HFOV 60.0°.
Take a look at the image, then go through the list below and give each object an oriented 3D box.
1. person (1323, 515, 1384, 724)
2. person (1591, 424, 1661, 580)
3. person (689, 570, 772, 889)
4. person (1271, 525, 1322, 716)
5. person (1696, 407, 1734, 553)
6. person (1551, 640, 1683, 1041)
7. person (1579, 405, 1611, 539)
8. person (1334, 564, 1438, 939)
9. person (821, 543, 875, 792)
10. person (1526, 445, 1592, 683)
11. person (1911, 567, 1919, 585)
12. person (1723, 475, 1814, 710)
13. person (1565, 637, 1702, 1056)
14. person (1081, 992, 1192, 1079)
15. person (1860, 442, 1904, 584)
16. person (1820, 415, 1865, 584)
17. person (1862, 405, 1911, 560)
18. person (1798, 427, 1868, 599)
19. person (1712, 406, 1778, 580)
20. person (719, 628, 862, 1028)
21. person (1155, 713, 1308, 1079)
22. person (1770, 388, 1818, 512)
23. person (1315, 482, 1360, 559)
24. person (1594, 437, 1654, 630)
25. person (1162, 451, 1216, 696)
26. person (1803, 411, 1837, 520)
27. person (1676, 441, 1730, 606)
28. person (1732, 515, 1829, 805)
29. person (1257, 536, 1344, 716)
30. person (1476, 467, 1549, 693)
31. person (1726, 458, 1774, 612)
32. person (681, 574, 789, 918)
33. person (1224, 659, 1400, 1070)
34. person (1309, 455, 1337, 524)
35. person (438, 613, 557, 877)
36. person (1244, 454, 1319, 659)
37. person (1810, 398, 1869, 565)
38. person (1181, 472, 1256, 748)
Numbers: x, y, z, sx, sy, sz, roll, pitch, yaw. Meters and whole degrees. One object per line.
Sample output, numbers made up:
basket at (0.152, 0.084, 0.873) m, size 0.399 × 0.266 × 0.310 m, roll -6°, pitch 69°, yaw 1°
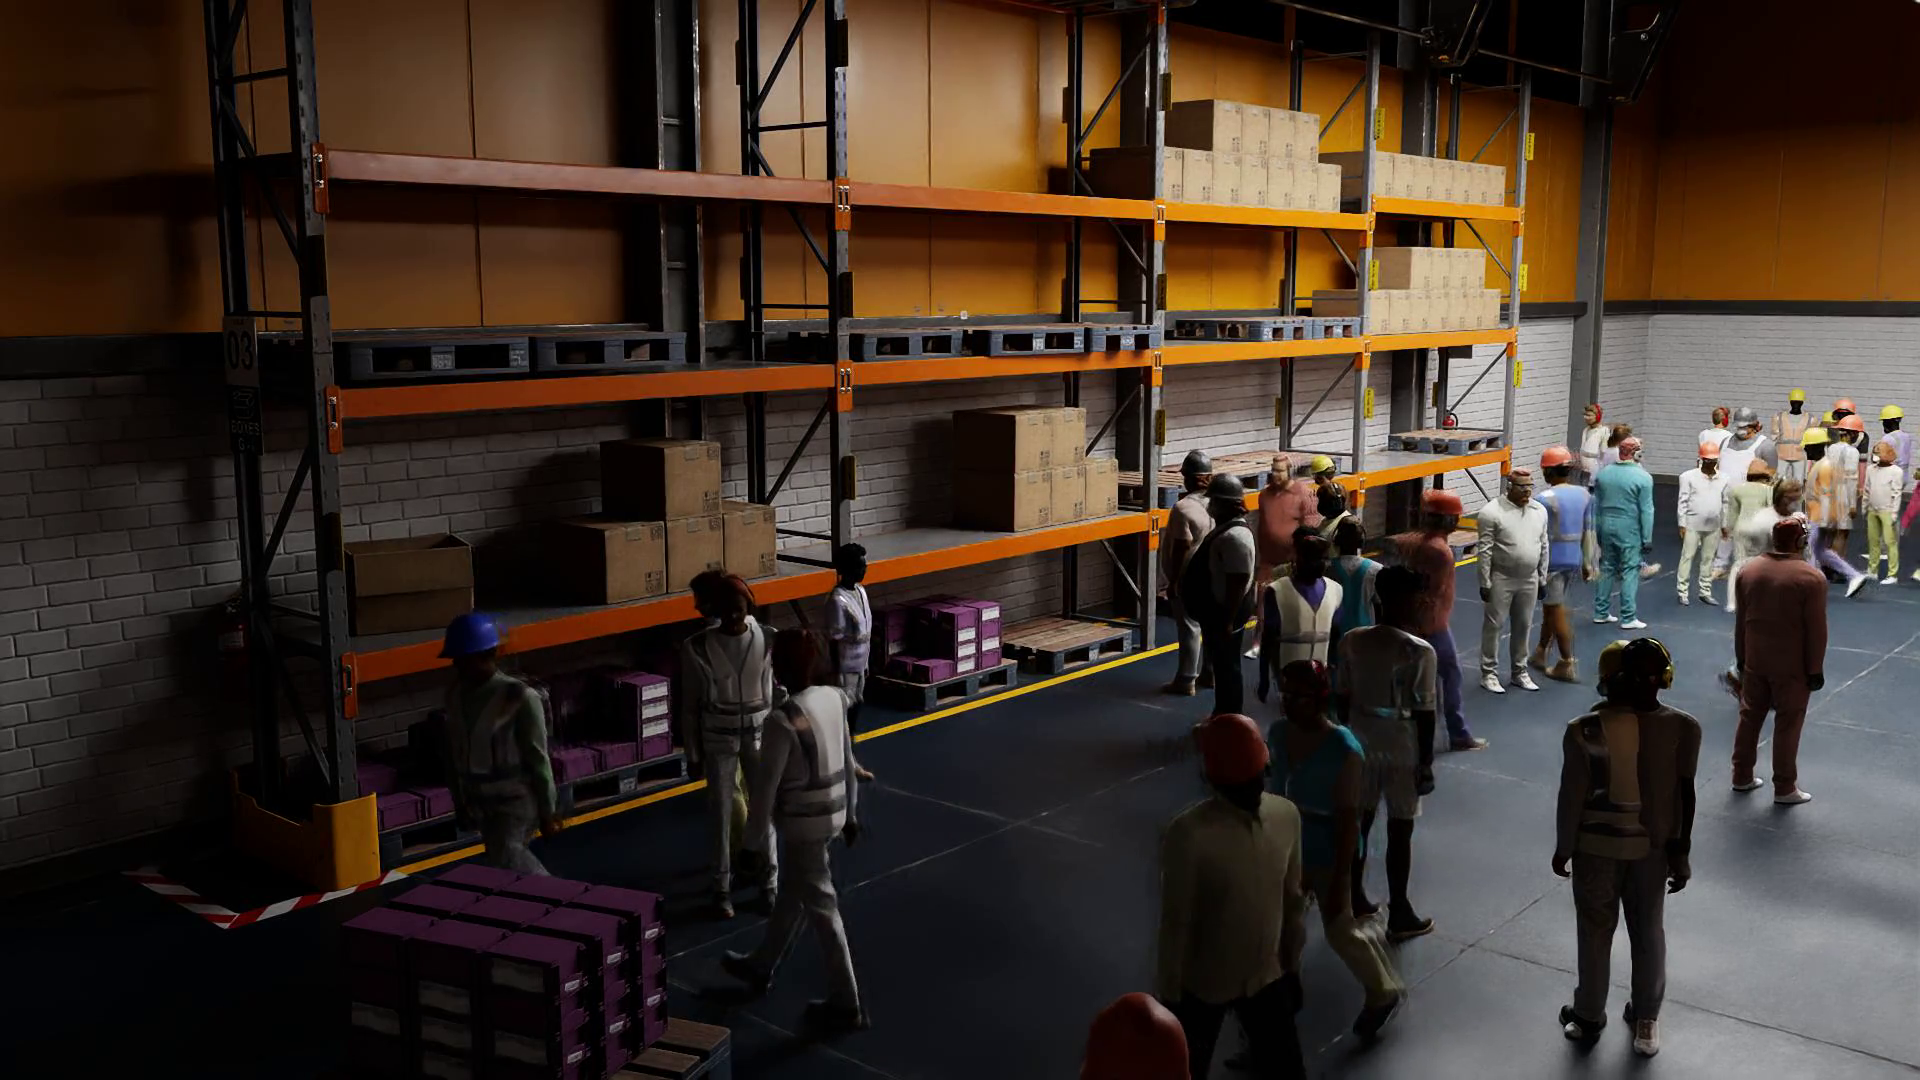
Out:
person at (2.648, 0.746, 11.395) m, size 0.513 × 1.844 × 0.328 m, roll 1°, pitch 9°, yaw 5°
person at (7.623, -0.429, 19.107) m, size 0.862 × 1.800 × 0.523 m, roll -2°, pitch 9°, yaw -13°
person at (-1.268, 1.054, 9.565) m, size 0.417 × 1.810 × 0.667 m, roll 3°, pitch 9°, yaw 21°
person at (2.509, 0.714, 12.102) m, size 0.543 × 1.682 × 0.430 m, roll 4°, pitch 10°, yaw 22°
person at (9.586, -0.760, 21.104) m, size 0.389 × 1.846 × 0.564 m, roll -4°, pitch 10°, yaw -22°
person at (2.971, 1.358, 7.527) m, size 0.599 × 1.818 × 0.403 m, roll 0°, pitch 9°, yaw -3°
person at (8.304, -0.855, 21.751) m, size 0.387 × 1.837 × 0.562 m, roll -1°, pitch 9°, yaw -7°
person at (2.243, 1.097, 8.748) m, size 0.369 × 1.963 × 0.609 m, roll -7°, pitch 11°, yaw -38°
person at (-0.760, 0.852, 11.220) m, size 0.319 × 1.691 × 0.536 m, roll 3°, pitch 9°, yaw 18°
person at (5.077, 0.186, 14.426) m, size 0.620 × 2.015 × 0.888 m, roll -4°, pitch 10°, yaw -26°
person at (10.988, -0.317, 18.240) m, size 0.876 × 1.851 × 0.601 m, roll 5°, pitch 10°, yaw 31°
person at (6.481, 0.427, 13.237) m, size 0.644 × 1.922 × 0.479 m, roll -6°, pitch 10°, yaw -32°
person at (3.003, 1.349, 7.429) m, size 0.513 × 1.872 × 0.328 m, roll 6°, pitch 11°, yaw 35°
person at (0.364, 1.914, 3.583) m, size 0.550 × 1.935 × 0.362 m, roll -1°, pitch 9°, yaw -5°
person at (10.490, -0.311, 18.943) m, size 0.314 × 1.621 × 0.513 m, roll -3°, pitch 9°, yaw -19°
person at (10.060, -0.463, 18.946) m, size 0.388 × 1.926 × 0.549 m, roll 0°, pitch 9°, yaw -2°
person at (11.487, -0.707, 20.566) m, size 0.591 × 1.913 × 0.399 m, roll -7°, pitch 11°, yaw -38°
person at (9.297, -0.261, 17.786) m, size 0.737 × 1.893 × 0.603 m, roll 4°, pitch 10°, yaw 27°
person at (8.860, -0.518, 18.921) m, size 0.538 × 2.000 × 0.682 m, roll -6°, pitch 11°, yaw -36°
person at (-0.827, 1.313, 7.725) m, size 0.923 × 1.843 × 0.611 m, roll 4°, pitch 10°, yaw 26°
person at (0.944, 1.541, 5.993) m, size 0.648 × 1.944 × 0.938 m, roll -6°, pitch 10°, yaw -32°
person at (11.769, -1.178, 23.529) m, size 0.587 × 1.930 × 0.355 m, roll 4°, pitch 10°, yaw 25°
person at (2.999, 0.439, 13.436) m, size 0.429 × 1.836 × 0.630 m, roll -1°, pitch 9°, yaw -5°
person at (6.599, -0.071, 16.504) m, size 0.399 × 1.899 × 0.650 m, roll -5°, pitch 10°, yaw -28°
person at (1.929, 0.266, 13.863) m, size 0.681 × 2.000 × 0.538 m, roll -8°, pitch 12°, yaw -42°
person at (11.414, -0.834, 21.964) m, size 0.492 × 1.729 × 0.324 m, roll 3°, pitch 9°, yaw 21°
person at (7.876, -0.174, 17.615) m, size 0.560 × 1.753 × 0.329 m, roll 0°, pitch 9°, yaw -3°
person at (5.443, 0.781, 11.023) m, size 0.395 × 1.901 × 0.643 m, roll -4°, pitch 10°, yaw -27°
person at (2.222, 0.877, 10.626) m, size 0.592 × 1.818 × 0.652 m, roll -4°, pitch 10°, yaw -26°
person at (4.625, 0.333, 13.894) m, size 0.643 × 1.901 × 0.399 m, roll -2°, pitch 9°, yaw -13°
person at (8.277, -0.048, 17.280) m, size 0.755 × 1.591 × 0.569 m, roll -5°, pitch 10°, yaw -31°
person at (-1.206, 1.105, 8.982) m, size 0.585 × 1.877 × 0.361 m, roll -3°, pitch 9°, yaw -17°
person at (1.603, 1.391, 7.359) m, size 0.939 × 1.806 × 0.579 m, roll -6°, pitch 11°, yaw -33°
person at (3.512, 0.061, 16.097) m, size 0.327 × 1.760 × 0.523 m, roll 7°, pitch 11°, yaw 38°
person at (-2.187, 1.241, 8.086) m, size 0.620 × 1.896 × 1.025 m, roll 5°, pitch 10°, yaw 30°
person at (3.015, 0.131, 15.312) m, size 0.657 × 1.868 × 0.959 m, roll 7°, pitch 12°, yaw 40°
person at (10.599, -0.690, 20.087) m, size 0.612 × 2.030 × 0.410 m, roll 5°, pitch 10°, yaw 29°
person at (1.899, 0.514, 12.265) m, size 0.539 × 2.000 × 0.689 m, roll 1°, pitch 9°, yaw 4°
